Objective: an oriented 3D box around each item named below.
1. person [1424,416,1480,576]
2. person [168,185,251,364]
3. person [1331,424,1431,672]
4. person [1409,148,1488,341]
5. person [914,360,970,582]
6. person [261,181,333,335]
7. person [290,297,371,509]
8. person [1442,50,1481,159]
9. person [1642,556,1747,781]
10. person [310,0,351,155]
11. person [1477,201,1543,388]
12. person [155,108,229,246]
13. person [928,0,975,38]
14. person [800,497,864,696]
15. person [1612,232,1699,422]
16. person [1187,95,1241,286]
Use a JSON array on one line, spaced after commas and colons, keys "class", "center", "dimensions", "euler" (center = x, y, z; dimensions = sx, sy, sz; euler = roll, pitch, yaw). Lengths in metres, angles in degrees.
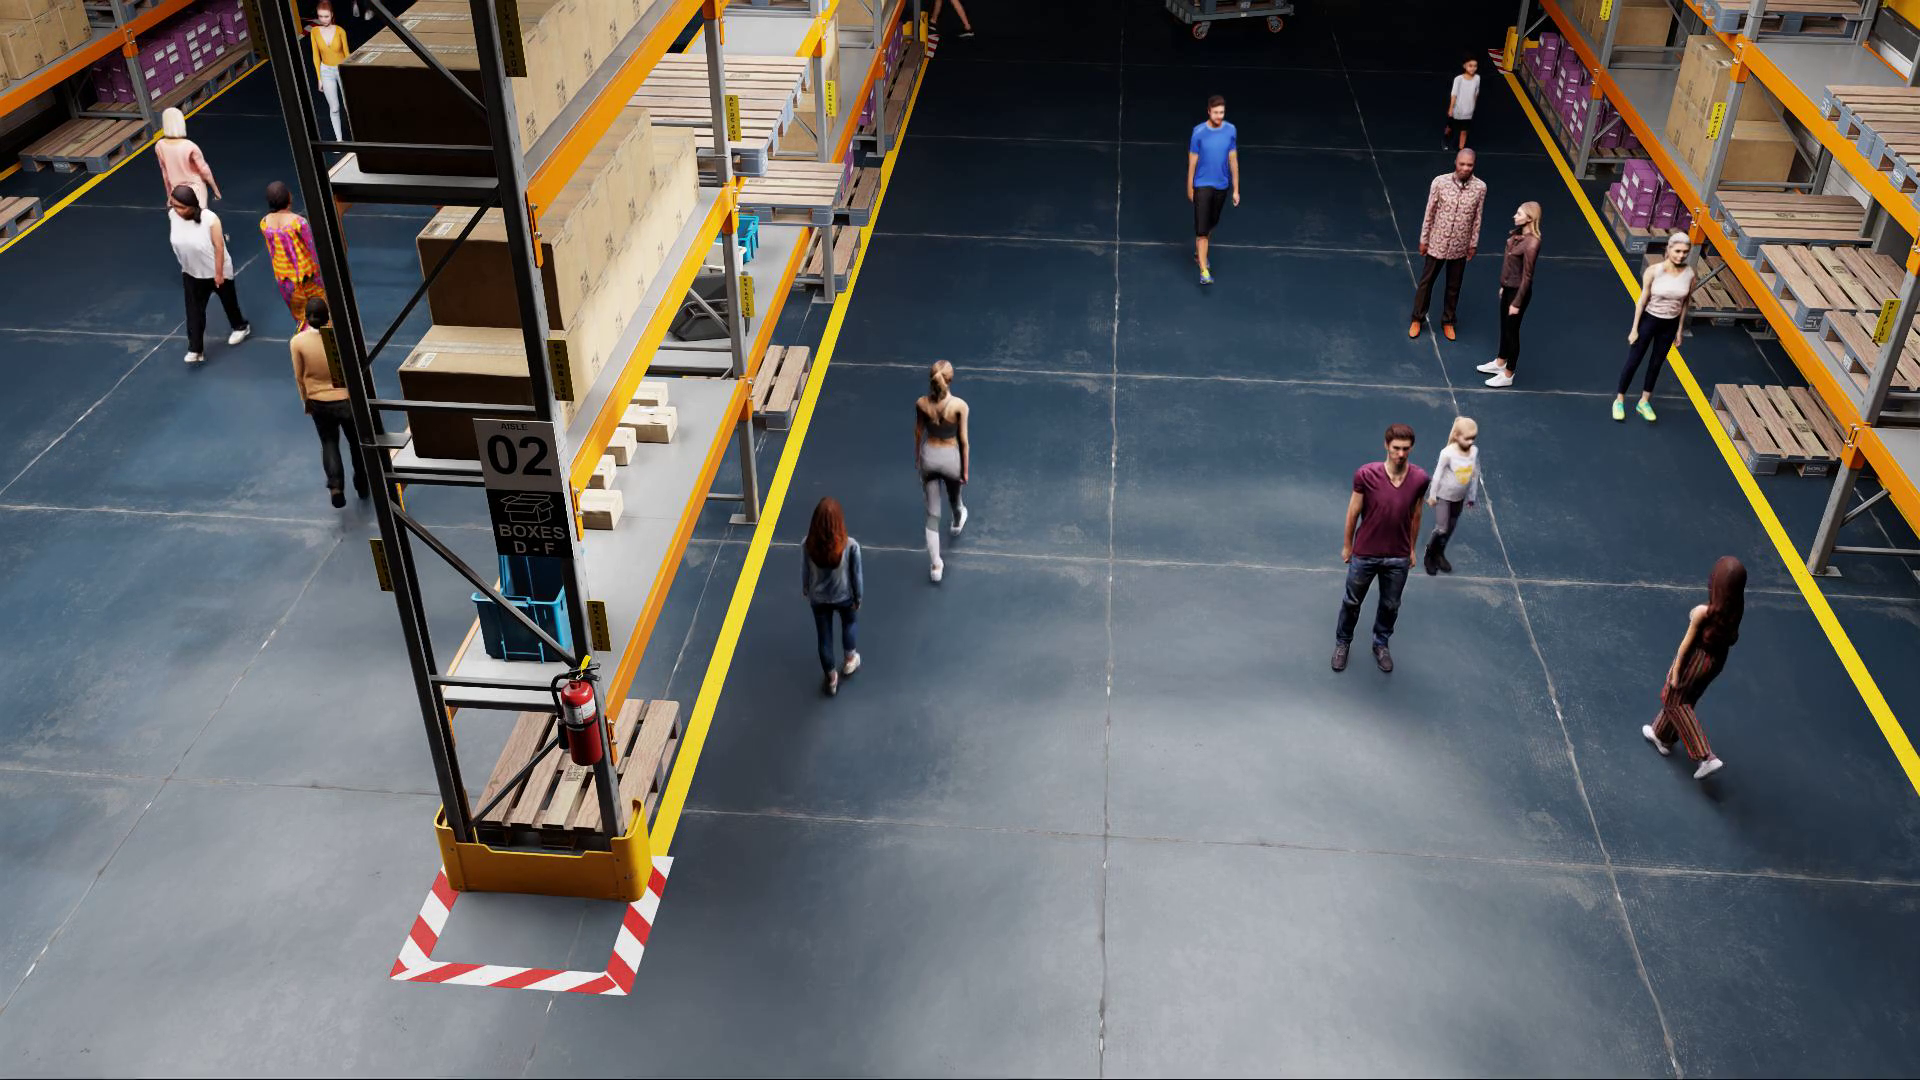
[{"class": "person", "center": [3.585, -0.364, 12.259], "dimensions": [0.582, 1.269, 0.616], "euler": [-11, 35, -16]}, {"class": "person", "center": [-6.797, -2.472, 15.091], "dimensions": [0.774, 1.644, 1.095], "euler": [7, 34, 11]}, {"class": "person", "center": [2.813, 0.042, 11.116], "dimensions": [0.650, 1.859, 0.540], "euler": [2, 34, 3]}, {"class": "person", "center": [4.513, -2.747, 15.357], "dimensions": [0.687, 1.809, 0.598], "euler": [5, 34, 8]}, {"class": "person", "center": [-0.154, -0.474, 12.071], "dimensions": [0.617, 1.661, 1.080], "euler": [4, 34, 7]}, {"class": "person", "center": [-5.966, -2.423, 14.998], "dimensions": [0.770, 1.667, 0.901], "euler": [9, 35, 13]}, {"class": "person", "center": [-4.829, -1.020, 12.817], "dimensions": [0.802, 1.744, 0.966], "euler": [-6, 34, -9]}, {"class": "person", "center": [5.846, -5.089, 19.392], "dimensions": [0.534, 1.242, 0.886], "euler": [0, 34, 0]}, {"class": "person", "center": [4.610, 0.800, 10.256], "dimensions": [0.783, 1.547, 0.990], "euler": [-11, 35, -16]}, {"class": "person", "center": [-7.280, -5.411, 19.411], "dimensions": [0.658, 1.757, 0.671], "euler": [-8, 34, -12]}, {"class": "person", "center": [4.872, -2.163, 14.573], "dimensions": [0.672, 1.704, 0.448], "euler": [1, 34, 1]}, {"class": "person", "center": [-7.625, -3.358, 16.394], "dimensions": [0.634, 1.679, 1.091], "euler": [4, 34, 6]}, {"class": "person", "center": [-0.117, -7.897, 23.118], "dimensions": [0.958, 1.794, 1.189], "euler": [18, 38, 25]}, {"class": "person", "center": [-0.852, 0.403, 10.926], "dimensions": [0.589, 1.466, 0.642], "euler": [0, 34, 0]}, {"class": "person", "center": [5.885, -1.809, 14.042], "dimensions": [0.615, 1.702, 0.543], "euler": [0, 34, 1]}, {"class": "person", "center": [2.464, -3.534, 16.524], "dimensions": [0.845, 1.828, 1.187], "euler": [-7, 34, -10]}]
